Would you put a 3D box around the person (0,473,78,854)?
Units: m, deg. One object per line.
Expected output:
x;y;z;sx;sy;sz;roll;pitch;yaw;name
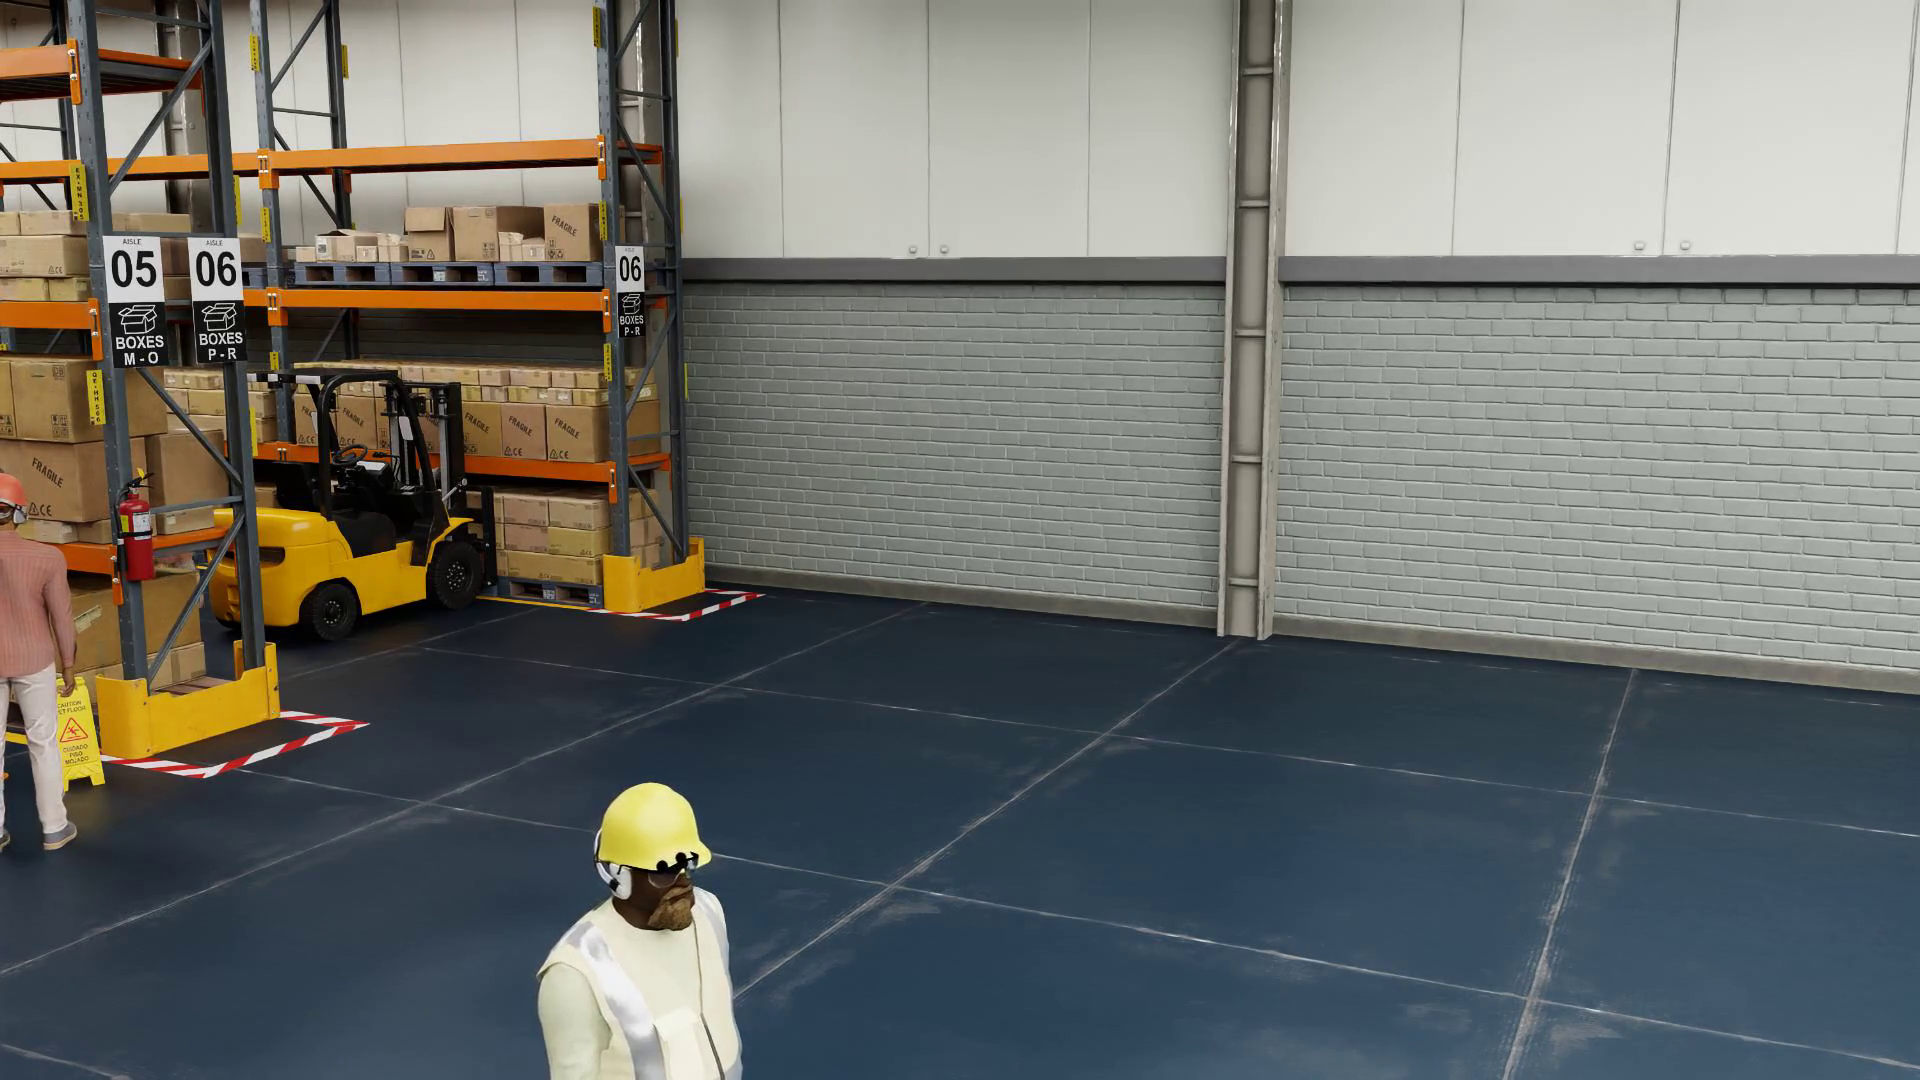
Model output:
-4.924;0.644;8.647;0.614;1.986;0.400;-4;10;-23;person

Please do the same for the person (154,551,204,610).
-6.030;0.163;12.714;0.365;1.628;0.514;6;11;31;person

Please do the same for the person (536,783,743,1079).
-0.730;1.472;4.033;0.404;1.831;0.600;5;10;28;person
